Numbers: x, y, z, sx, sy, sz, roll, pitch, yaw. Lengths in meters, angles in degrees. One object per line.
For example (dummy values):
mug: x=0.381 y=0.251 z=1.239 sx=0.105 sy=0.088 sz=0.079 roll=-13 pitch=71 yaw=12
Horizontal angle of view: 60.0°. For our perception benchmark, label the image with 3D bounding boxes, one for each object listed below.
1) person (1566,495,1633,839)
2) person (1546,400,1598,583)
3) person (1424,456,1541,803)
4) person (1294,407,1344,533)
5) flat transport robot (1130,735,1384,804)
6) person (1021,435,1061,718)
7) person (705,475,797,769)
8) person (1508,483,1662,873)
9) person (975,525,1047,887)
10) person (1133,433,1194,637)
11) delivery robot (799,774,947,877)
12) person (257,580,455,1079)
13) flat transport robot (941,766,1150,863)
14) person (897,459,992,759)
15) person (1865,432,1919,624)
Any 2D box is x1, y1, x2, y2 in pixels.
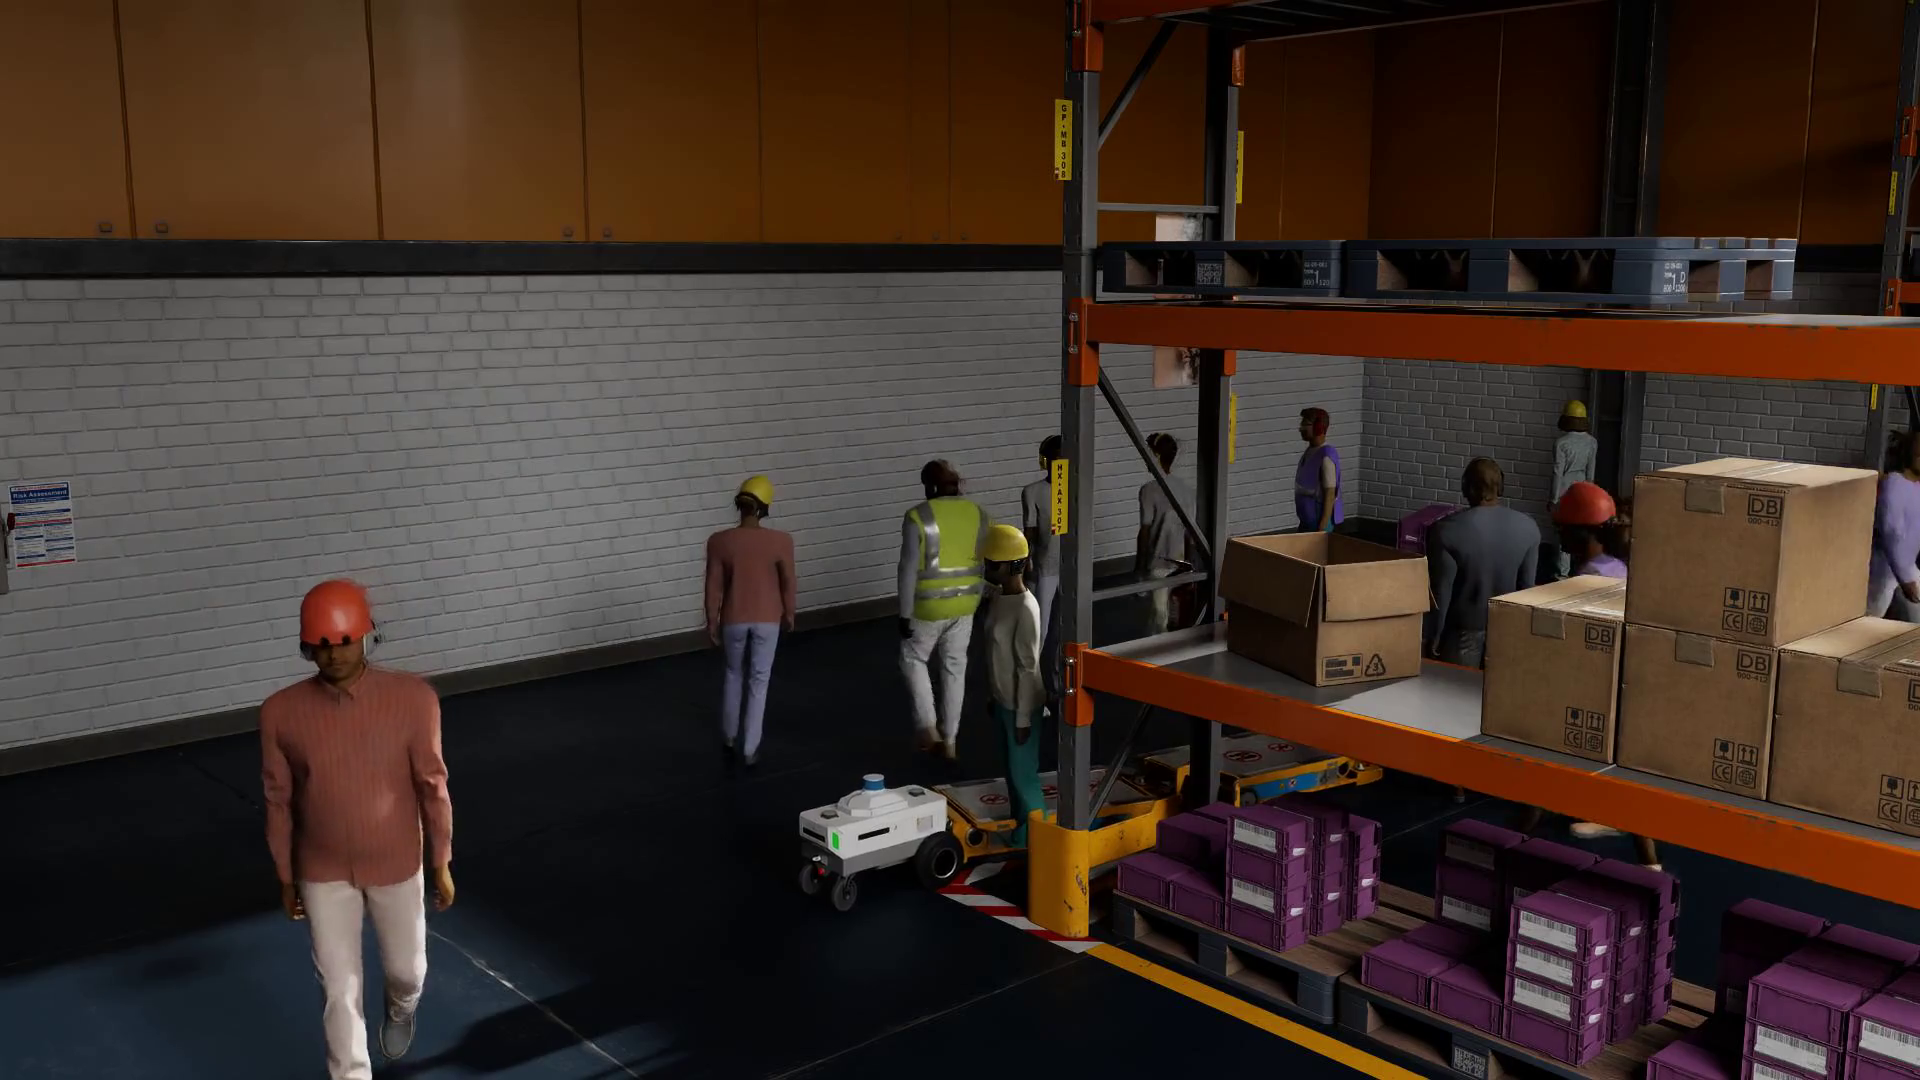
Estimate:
person: x=3.537 y=0.667 z=8.602 sx=0.638 sy=1.826 sz=0.515 roll=-2 pitch=10 yaw=-10
person: x=5.518 y=-0.397 z=15.071 sx=0.493 sy=1.743 sz=0.301 roll=-4 pitch=11 yaw=-24
person: x=2.878 y=0.505 z=9.252 sx=0.636 sy=1.943 sz=0.391 roll=-1 pitch=10 yaw=-8
person: x=2.831 y=-0.131 z=13.213 sx=0.386 sy=1.845 sz=0.567 roll=-1 pitch=10 yaw=-5
flat transport robot: x=1.658 y=1.301 z=9.434 sx=1.431 sy=0.197 sz=0.652 roll=-6 pitch=11 yaw=-32
person: x=0.633 y=0.230 z=11.031 sx=0.535 sy=1.869 sz=0.314 roll=-7 pitch=12 yaw=-36
person: x=-1.243 y=0.476 z=9.978 sx=0.526 sy=1.738 sz=0.598 roll=0 pitch=10 yaw=2
person: x=2.911 y=0.719 z=7.829 sx=1.039 sy=1.990 sz=0.634 roll=8 pitch=13 yaw=40
person: x=0.238 y=0.794 z=8.074 sx=0.348 sy=1.762 sz=0.531 roll=-2 pitch=10 yaw=-13
person: x=1.430 y=0.186 z=11.393 sx=0.531 sy=1.841 sz=0.886 roll=-9 pitch=13 yaw=-43
delivery robot: x=-0.412 y=1.364 z=7.962 sx=0.707 sy=0.478 sz=0.477 roll=-8 pitch=12 yaw=-38
person: x=-2.072 y=1.081 z=5.765 sx=0.615 sy=1.973 sz=0.846 roll=-3 pitch=10 yaw=-16
flat transport robot: x=0.384 y=1.424 z=8.717 sx=1.431 sy=0.197 sz=0.652 roll=-4 pitch=10 yaw=-21
person: x=-0.106 y=0.426 z=10.070 sx=0.657 sy=1.809 sz=0.455 roll=-6 pitch=11 yaw=-30
person: x=6.196 y=0.211 z=11.118 sx=0.632 sy=1.889 sz=1.047 roll=-7 pitch=12 yaw=-37
